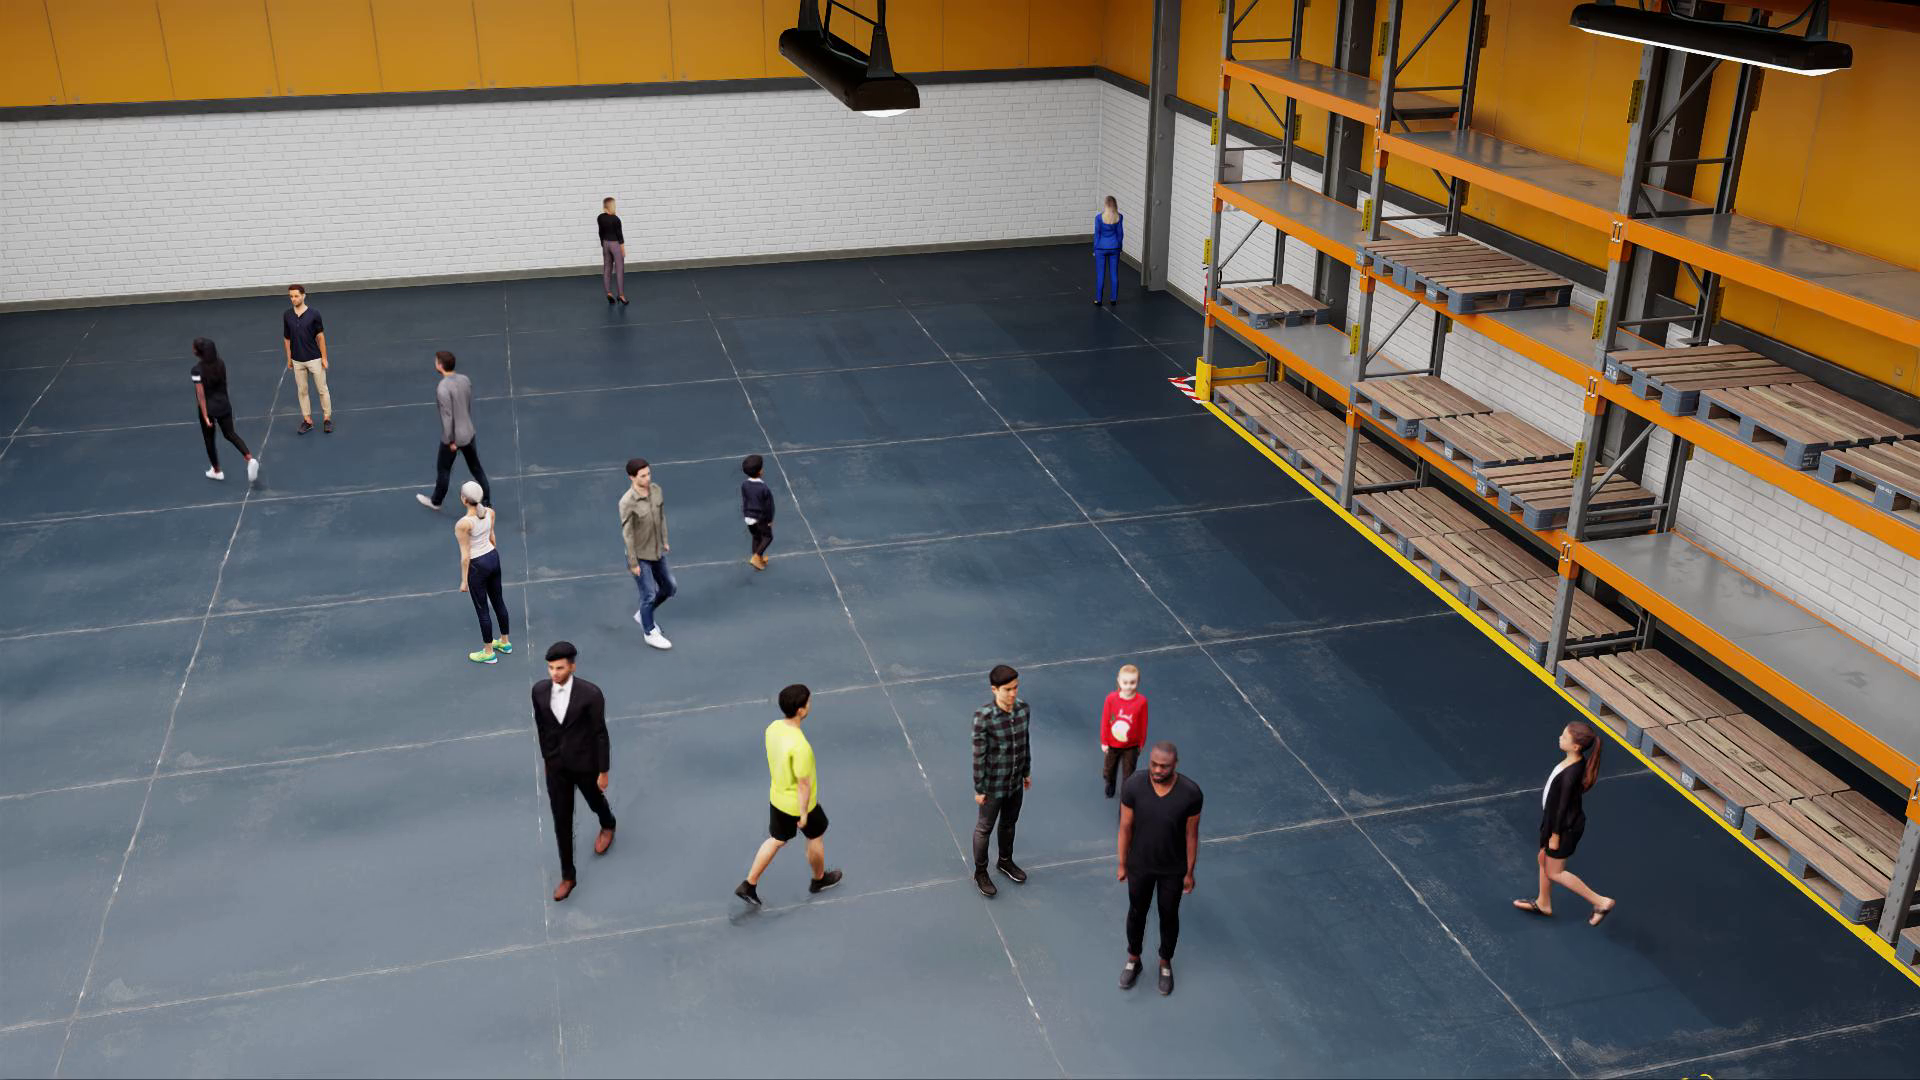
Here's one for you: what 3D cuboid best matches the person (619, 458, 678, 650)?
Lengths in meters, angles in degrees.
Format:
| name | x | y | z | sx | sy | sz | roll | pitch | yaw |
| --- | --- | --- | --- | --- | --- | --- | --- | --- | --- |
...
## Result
| name | x | y | z | sx | sy | sz | roll | pitch | yaw |
| --- | --- | --- | --- | --- | --- | --- | --- | --- | --- |
| person | -2.908 | 0.102 | 15.052 | 0.924 | 1.848 | 0.868 | 13 | 27 | 27 |

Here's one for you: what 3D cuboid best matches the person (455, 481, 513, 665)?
| name | x | y | z | sx | sy | sz | roll | pitch | yaw |
| --- | --- | --- | --- | --- | --- | --- | --- | --- | --- |
| person | -4.253 | 0.275 | 14.839 | 0.735 | 1.703 | 0.666 | 12 | 26 | 25 |

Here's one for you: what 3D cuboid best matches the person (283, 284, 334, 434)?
| name | x | y | z | sx | sy | sz | roll | pitch | yaw |
| --- | --- | --- | --- | --- | --- | --- | --- | --- | --- |
| person | -7.997 | -2.231 | 20.376 | 0.675 | 1.859 | 0.586 | -2 | 24 | -4 |

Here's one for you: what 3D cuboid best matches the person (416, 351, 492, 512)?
| name | x | y | z | sx | sy | sz | roll | pitch | yaw |
| --- | --- | --- | --- | --- | --- | --- | --- | --- | --- |
| person | -5.302 | -1.094 | 17.815 | 1.174 | 1.826 | 1.173 | 10 | 25 | 21 |

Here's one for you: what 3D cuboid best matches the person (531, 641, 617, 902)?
| name | x | y | z | sx | sy | sz | roll | pitch | yaw |
| --- | --- | --- | --- | --- | --- | --- | --- | --- | --- |
| person | -2.684 | 1.531 | 11.788 | 1.043 | 1.844 | 1.292 | 4 | 24 | 10 |

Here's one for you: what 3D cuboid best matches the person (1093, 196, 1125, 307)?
| name | x | y | z | sx | sy | sz | roll | pitch | yaw |
| --- | --- | --- | --- | --- | --- | --- | --- | --- | --- |
| person | 2.284 | -4.468 | 25.690 | 0.639 | 1.700 | 0.567 | -4 | 24 | -9 |

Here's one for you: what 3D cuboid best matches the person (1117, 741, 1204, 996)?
| name | x | y | z | sx | sy | sz | roll | pitch | yaw |
| --- | --- | --- | --- | --- | --- | --- | --- | --- | --- |
| person | 1.261 | 2.063 | 10.603 | 0.743 | 1.818 | 0.726 | 6 | 24 | 13 |

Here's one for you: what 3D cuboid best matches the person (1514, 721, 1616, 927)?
| name | x | y | z | sx | sy | sz | roll | pitch | yaw |
| --- | --- | --- | --- | --- | --- | --- | --- | --- | --- |
| person | 4.148 | 1.941 | 11.228 | 0.903 | 1.541 | 0.869 | 11 | 26 | 24 |

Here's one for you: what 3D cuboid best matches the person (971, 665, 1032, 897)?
| name | x | y | z | sx | sy | sz | roll | pitch | yaw |
| --- | --- | --- | --- | --- | --- | --- | --- | --- | --- |
| person | 0.274 | 1.642 | 11.631 | 0.737 | 1.715 | 0.670 | -17 | 29 | -34 |

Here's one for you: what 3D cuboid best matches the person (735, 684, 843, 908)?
| name | x | y | z | sx | sy | sz | roll | pitch | yaw |
| --- | --- | --- | --- | --- | --- | --- | --- | --- | --- |
| person | -1.211 | 1.785 | 11.409 | 1.007 | 1.682 | 1.086 | -21 | 31 | -40 |

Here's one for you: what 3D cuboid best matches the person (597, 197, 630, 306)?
| name | x | y | z | sx | sy | sz | roll | pitch | yaw |
| --- | --- | --- | --- | --- | --- | --- | --- | --- | --- |
| person | -5.380 | -4.467 | 25.732 | 0.674 | 1.666 | 0.721 | 11 | 26 | 24 |

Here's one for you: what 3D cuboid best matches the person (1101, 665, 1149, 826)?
| name | x | y | z | sx | sy | sz | roll | pitch | yaw |
| --- | --- | --- | --- | --- | --- | --- | --- | --- | --- |
| person | 1.226 | 1.505 | 12.558 | 0.631 | 1.274 | 0.796 | 1 | 24 | 3 |

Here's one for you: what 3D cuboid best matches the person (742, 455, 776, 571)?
| name | x | y | z | sx | sy | sz | roll | pitch | yaw |
| --- | --- | --- | --- | --- | --- | --- | --- | --- | --- |
| person | -2.047 | -0.247 | 16.639 | 0.665 | 1.216 | 0.725 | 14 | 27 | 28 |

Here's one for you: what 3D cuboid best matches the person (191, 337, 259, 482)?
| name | x | y | z | sx | sy | sz | roll | pitch | yaw |
| --- | --- | --- | --- | --- | --- | --- | --- | --- | --- |
| person | -8.331 | -1.445 | 18.766 | 1.106 | 1.707 | 1.046 | 13 | 27 | 27 |
